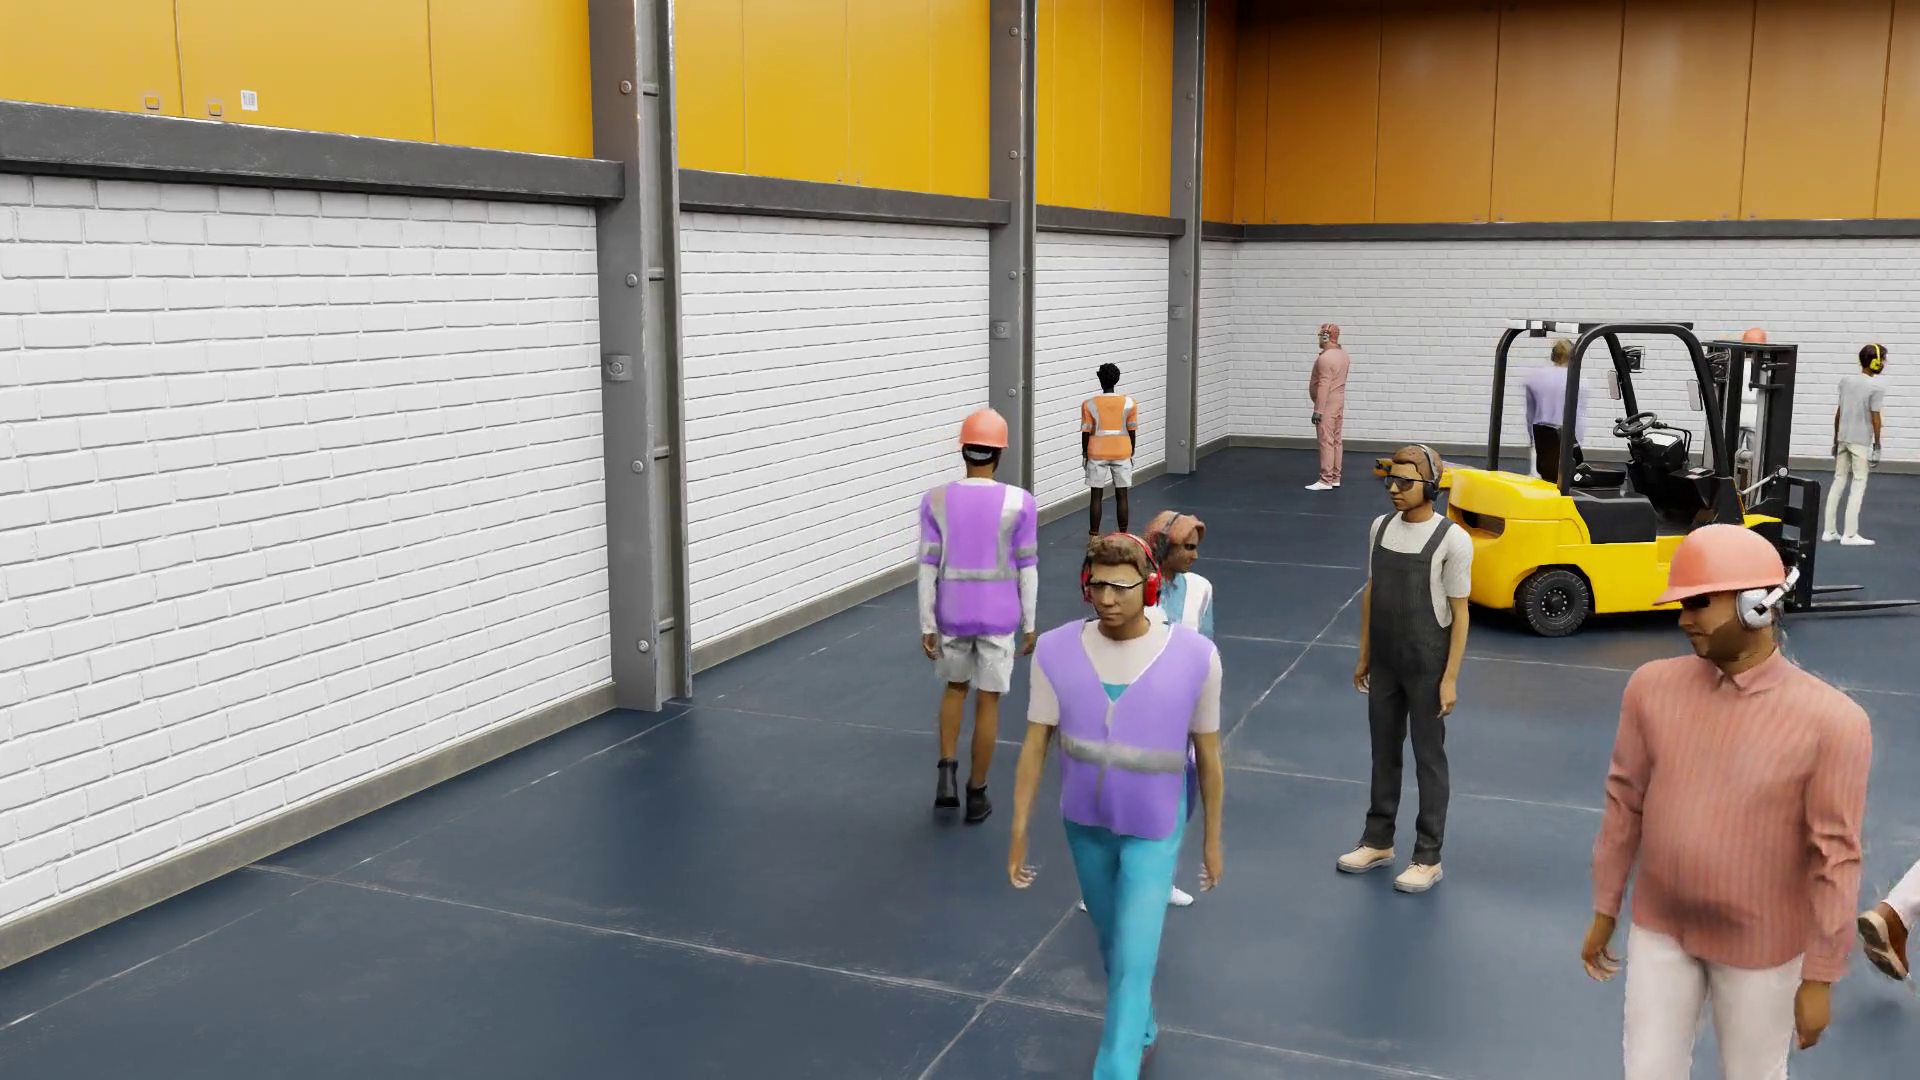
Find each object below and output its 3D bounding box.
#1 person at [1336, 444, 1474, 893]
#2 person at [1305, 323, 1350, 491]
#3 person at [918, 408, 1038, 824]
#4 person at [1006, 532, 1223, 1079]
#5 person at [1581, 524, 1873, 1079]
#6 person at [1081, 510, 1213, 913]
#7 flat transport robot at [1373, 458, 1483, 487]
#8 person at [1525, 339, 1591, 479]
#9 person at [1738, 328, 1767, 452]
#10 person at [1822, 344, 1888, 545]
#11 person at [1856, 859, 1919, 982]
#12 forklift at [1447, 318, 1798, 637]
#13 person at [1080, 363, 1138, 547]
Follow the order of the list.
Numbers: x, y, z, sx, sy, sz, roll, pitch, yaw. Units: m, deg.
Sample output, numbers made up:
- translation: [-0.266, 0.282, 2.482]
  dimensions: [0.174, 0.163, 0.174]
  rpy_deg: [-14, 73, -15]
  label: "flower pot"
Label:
- translation: [1.850, 0.521, 6.872]
  dimensions: [0.344, 1.847, 0.504]
  rpy_deg: [-7, 12, -37]
  label: "person"
- translation: [4.199, -1.520, 19.058]
  dimensions: [0.408, 1.909, 0.638]
  rpy_deg: [6, 11, 33]
  label: "person"
- translation: [0.093, 0.354, 7.664]
  dimensions: [0.544, 1.919, 0.407]
  rpy_deg: [2, 10, 13]
  label: "person"
- translation: [0.437, 0.872, 4.888]
  dimensions: [0.593, 1.789, 0.973]
  rpy_deg: [4, 10, 23]
  label: "person"
- translation: [1.876, 0.932, 4.067]
  dimensions: [0.806, 1.954, 0.638]
  rpy_deg: [-8, 12, -38]
  label: "person"
- translation: [0.747, 0.686, 6.557]
  dimensions: [0.573, 1.624, 0.358]
  rpy_deg: [-5, 11, -28]
  label: "person"
- translation: [5.544, -0.811, 19.705]
  dimensions: [0.652, 0.197, 1.431]
  rpy_deg: [-3, 10, -16]
  label: "flat transport robot"
- translation: [5.576, -0.941, 15.601]
  dimensions: [0.630, 1.897, 1.014]
  rpy_deg: [7, 12, 38]
  label: "person"
- translation: [8.098, -1.211, 17.100]
  dimensions: [0.552, 1.932, 0.377]
  rpy_deg: [8, 12, 40]
  label: "person"
- translation: [8.269, -0.875, 15.352]
  dimensions: [0.376, 1.850, 0.543]
  rpy_deg: [-3, 10, -15]
  label: "person"
- translation: [3.526, 0.663, 5.651]
  dimensions: [0.651, 1.969, 0.630]
  rpy_deg: [-2, 10, -11]
  label: "person"
- translation: [4.706, -0.497, 11.990]
  dimensions: [2.313, 2.155, 1.214]
  rpy_deg: [-2, 10, -10]
  label: "forklift"
- translation: [1.348, -0.754, 15.075]
  dimensions: [0.532, 1.694, 0.320]
  rpy_deg: [0, 9, -1]
  label: "person"
